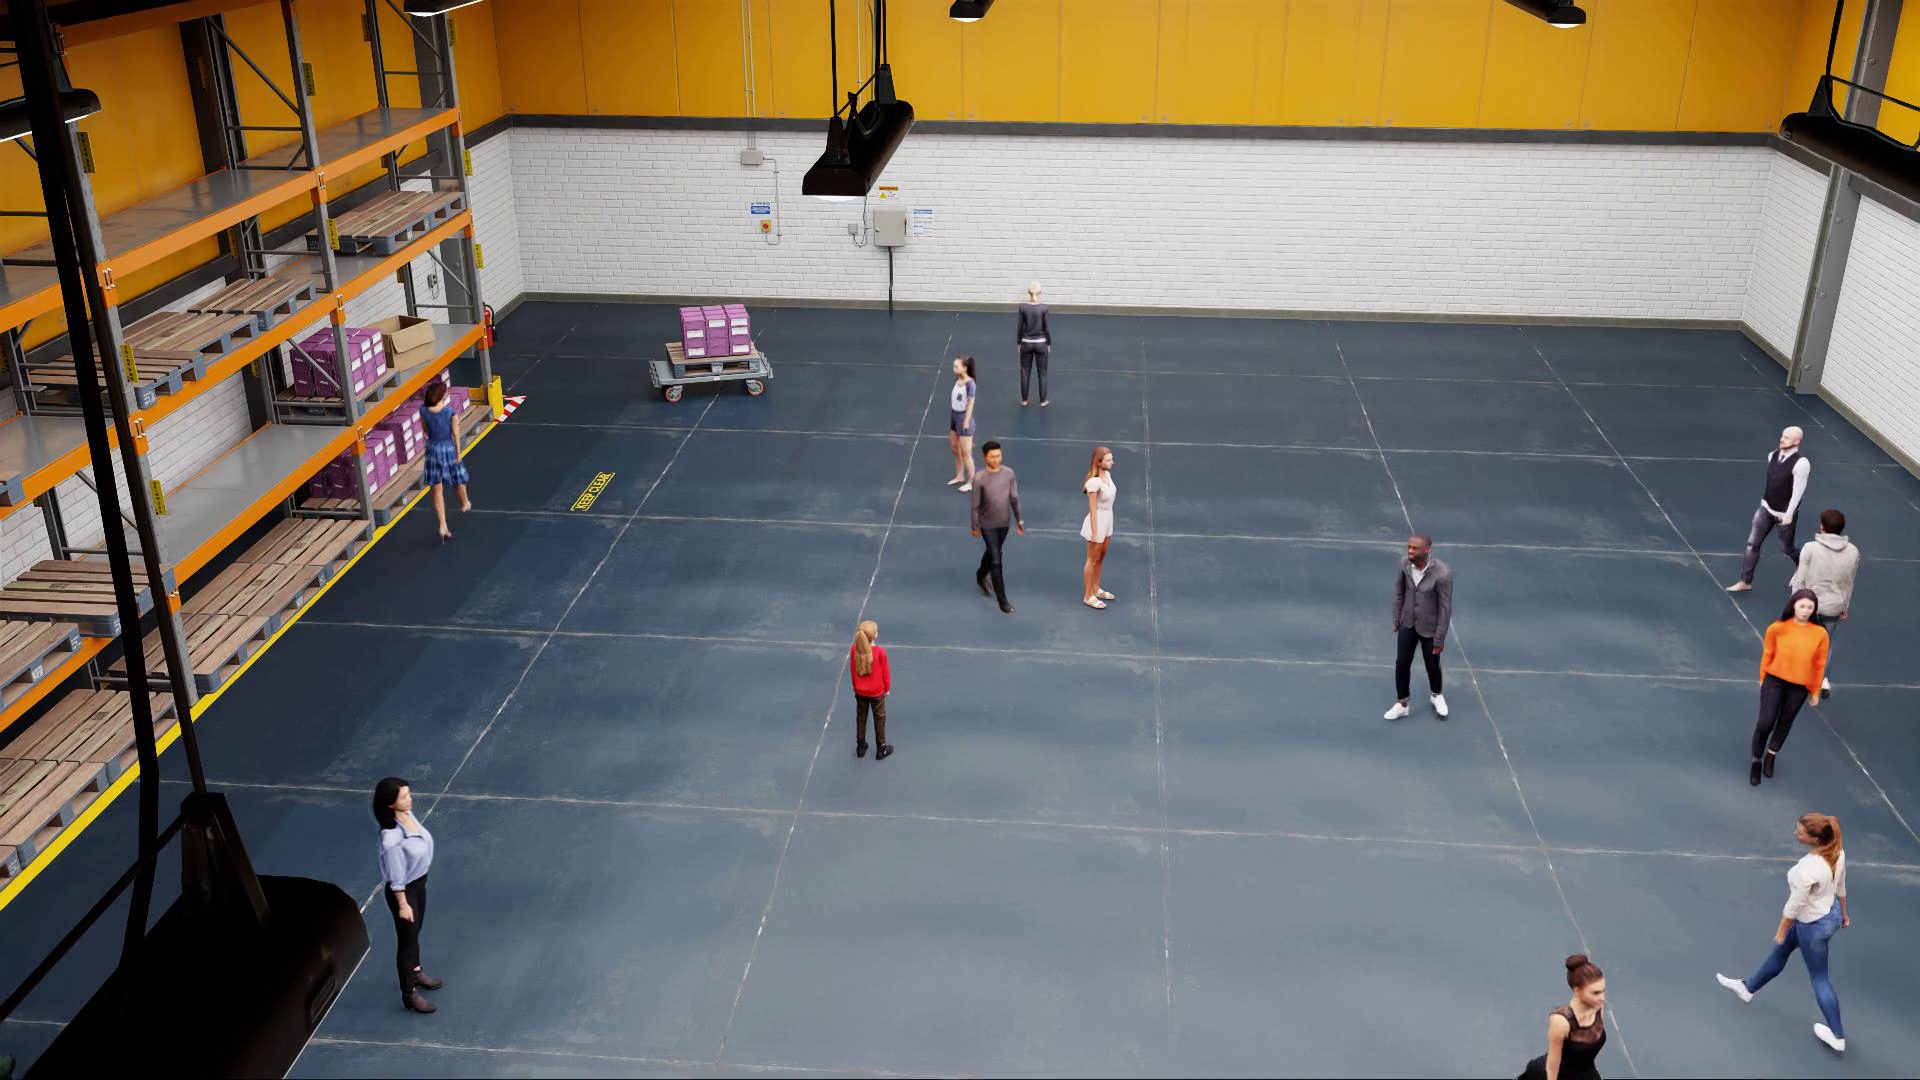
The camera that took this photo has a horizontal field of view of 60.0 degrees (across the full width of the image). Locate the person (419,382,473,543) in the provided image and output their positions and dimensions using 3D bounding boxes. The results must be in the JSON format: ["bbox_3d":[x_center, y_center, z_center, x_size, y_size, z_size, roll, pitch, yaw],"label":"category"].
[{"bbox_3d":[-5.739,-0.825,18.378,0.634,1.749,1.131,1,24,2],"label":"person"}]

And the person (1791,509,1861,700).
[{"bbox_3d":[7.743,0.640,14.916,0.687,1.837,0.835,3,24,7],"label":"person"}]

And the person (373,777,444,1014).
[{"bbox_3d":[-3.696,2.349,11.124,0.731,1.743,0.524,-1,24,-3],"label":"person"}]

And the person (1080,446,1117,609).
[{"bbox_3d":[1.406,-0.156,16.912,0.709,1.697,0.610,12,26,26],"label":"person"}]

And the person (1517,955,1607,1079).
[{"bbox_3d":[3.415,3.088,9.585,0.975,1.622,1.200,-11,26,-24],"label":"person"}]

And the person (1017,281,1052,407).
[{"bbox_3d":[1.008,-2.677,22.643,0.627,1.726,0.532,4,24,9],"label":"person"}]

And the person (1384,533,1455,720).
[{"bbox_3d":[4.131,0.757,14.711,0.986,1.787,1.057,18,30,36],"label":"person"}]

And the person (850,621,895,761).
[{"bbox_3d":[-0.766,1.267,14.175,0.537,1.281,0.549,7,25,16],"label":"person"}]

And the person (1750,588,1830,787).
[{"bbox_3d":[6.864,1.177,13.817,0.711,1.734,0.784,8,25,18],"label":"person"}]

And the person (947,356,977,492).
[{"bbox_3d":[0.077,-1.401,19.824,0.746,1.646,0.636,-11,26,-23],"label":"person"}]

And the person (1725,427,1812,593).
[{"bbox_3d":[8.483,-0.282,17.083,1.086,1.791,1.230,-8,25,-18],"label":"person"}]

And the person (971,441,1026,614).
[{"bbox_3d":[0.324,-0.183,16.944,1.214,1.720,1.052,0,24,0],"label":"person"}]

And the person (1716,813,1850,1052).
[{"bbox_3d":[5.610,2.541,10.779,1.130,1.668,1.161,-16,28,-33],"label":"person"}]
